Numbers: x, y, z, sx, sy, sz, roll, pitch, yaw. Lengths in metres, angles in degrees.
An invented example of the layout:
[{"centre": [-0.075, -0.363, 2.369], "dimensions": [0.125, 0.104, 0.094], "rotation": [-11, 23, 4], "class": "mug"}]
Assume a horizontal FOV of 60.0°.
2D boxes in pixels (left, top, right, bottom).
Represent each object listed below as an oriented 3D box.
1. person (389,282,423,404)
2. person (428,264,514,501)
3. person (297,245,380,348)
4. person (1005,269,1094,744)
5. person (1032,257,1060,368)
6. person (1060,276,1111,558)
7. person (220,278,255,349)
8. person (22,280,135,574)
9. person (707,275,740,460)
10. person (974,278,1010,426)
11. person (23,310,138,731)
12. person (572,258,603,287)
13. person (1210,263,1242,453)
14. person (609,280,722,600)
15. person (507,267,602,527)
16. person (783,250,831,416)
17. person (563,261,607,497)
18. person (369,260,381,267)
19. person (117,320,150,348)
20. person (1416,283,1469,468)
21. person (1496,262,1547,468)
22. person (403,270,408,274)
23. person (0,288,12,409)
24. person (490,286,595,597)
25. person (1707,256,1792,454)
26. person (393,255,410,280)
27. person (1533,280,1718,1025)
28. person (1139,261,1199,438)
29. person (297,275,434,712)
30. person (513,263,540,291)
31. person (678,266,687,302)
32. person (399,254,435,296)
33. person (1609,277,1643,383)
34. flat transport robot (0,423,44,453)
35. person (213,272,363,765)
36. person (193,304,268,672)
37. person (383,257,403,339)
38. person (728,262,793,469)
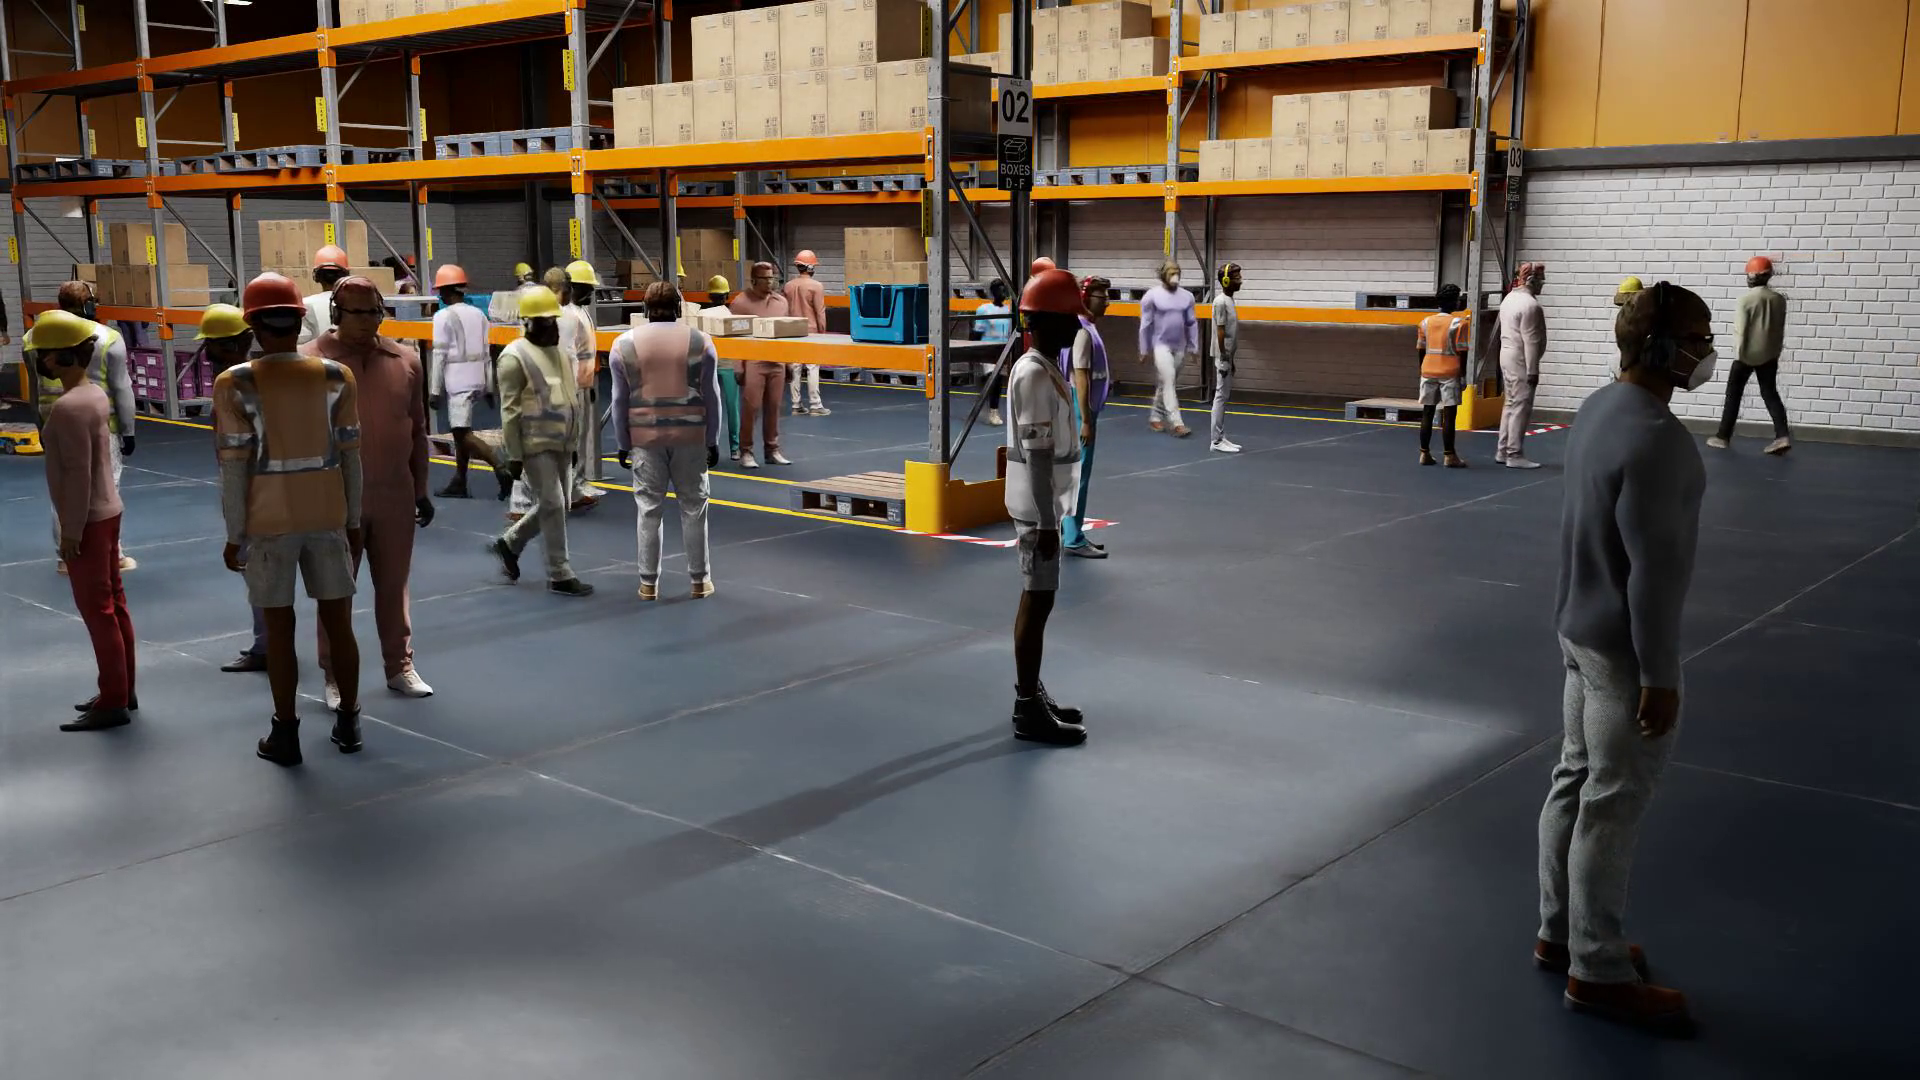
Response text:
[{"centre": [-6.542, -2.243, 19.700], "dimensions": [0.450, 1.624, 0.519], "rotation": [9, 13, 41], "class": "person"}, {"centre": [-3.873, -1.237, 13.238], "dimensions": [0.850, 1.903, 0.537], "rotation": [3, 10, 18], "class": "person"}, {"centre": [-4.518, -1.113, 12.104], "dimensions": [0.605, 2.045, 0.386], "rotation": [-5, 11, -25], "class": "person"}, {"centre": [0.363, -0.138, 6.862], "dimensions": [0.355, 1.938, 0.544], "rotation": [0, 10, 3], "class": "person"}, {"centre": [0.761, -1.651, 15.473], "dimensions": [0.355, 1.939, 0.544], "rotation": [8, 13, 39], "class": "person"}, {"centre": [0.797, -0.809, 10.953], "dimensions": [0.384, 1.841, 0.565], "rotation": [1, 10, 3], "class": "person"}, {"centre": [-11.233, -3.319, 25.887], "dimensions": [0.559, 1.607, 0.481], "rotation": [-4, 11, -19], "class": "person"}, {"centre": [-5.425, -0.689, 10.322], "dimensions": [0.634, 1.831, 0.429], "rotation": [0, 10, 0], "class": "person"}, {"centre": [-2.294, -1.636, 15.879], "dimensions": [0.524, 1.768, 0.311], "rotation": [0, 10, 2], "class": "person"}, {"centre": [0.462, -2.121, 18.874], "dimensions": [0.562, 1.677, 0.632], "rotation": [-6, 12, -32], "class": "person"}, {"centre": [-3.720, -0.082, 7.036], "dimensions": [0.316, 1.766, 0.533], "rotation": [-3, 10, -16], "class": "person"}, {"centre": [-6.168, -3.755, 27.159], "dimensions": [0.689, 2.000, 0.996], "rotation": [-6, 12, -32], "class": "person"}, {"centre": [2.659, -1.807, 16.555], "dimensions": [0.325, 1.871, 0.518], "rotation": [3, 10, 15], "class": "person"}, {"centre": [-1.682, -0.565, 9.575], "dimensions": [0.625, 1.841, 0.429], "rotation": [-1, 10, -8], "class": "person"}, {"centre": [-2.995, -1.063, 12.287], "dimensions": [0.988, 1.872, 0.722], "rotation": [-9, 13, -40], "class": "person"}, {"centre": [-1.855, -2.494, 20.109], "dimensions": [0.609, 1.996, 0.383], "rotation": [7, 12, 34], "class": "person"}, {"centre": [-3.053, -1.270, 13.360], "dimensions": [0.391, 1.919, 0.581], "rotation": [0, 10, 0], "class": "person"}, {"centre": [-10.068, -3.866, 28.435], "dimensions": [0.629, 1.820, 0.771], "rotation": [7, 12, 35], "class": "person"}, {"centre": [-12.977, -3.492, 26.055], "dimensions": [0.652, 1.904, 0.403], "rotation": [4, 11, 22], "class": "person"}, {"centre": [4.466, -1.517, 15.392], "dimensions": [0.322, 1.696, 0.536], "rotation": [-8, 13, -39], "class": "person"}, {"centre": [5.199, -1.606, 15.352], "dimensions": [0.398, 1.899, 0.648], "rotation": [0, 10, -1], "class": "person"}, {"centre": [-9.943, -4.020, 29.848], "dimensions": [0.498, 1.622, 0.417], "rotation": [-8, 13, -40], "class": "person"}, {"centre": [-12.376, -2.633, 21.046], "dimensions": [0.721, 1.947, 0.588], "rotation": [1, 10, 4], "class": "person"}, {"centre": [-2.482, -0.578, 9.728], "dimensions": [0.710, 1.809, 0.603], "rotation": [4, 11, 21], "class": "person"}, {"centre": [7.926, -1.834, 16.495], "dimensions": [0.630, 1.953, 1.027], "rotation": [-3, 10, -14], "class": "person"}, {"centre": [-8.720, -3.486, 25.994], "dimensions": [0.587, 1.914, 0.392], "rotation": [2, 10, 11], "class": "person"}, {"centre": [1.764, 0.290, 4.422], "dimensions": [0.352, 1.937, 0.635], "rotation": [1, 10, 5], "class": "person"}, {"centre": [2.281, -2.063, 17.980], "dimensions": [0.647, 1.885, 1.009], "rotation": [-4, 11, -23], "class": "person"}, {"centre": [-2.633, -0.209, 7.367], "dimensions": [0.640, 1.905, 0.410], "rotation": [-9, 13, -41], "class": "person"}, {"centre": [-6.139, -3.033, 23.691], "dimensions": [0.420, 1.812, 0.594], "rotation": [6, 11, 30], "class": "person"}, {"centre": [-3.781, -2.747, 22.034], "dimensions": [0.404, 1.827, 0.588], "rotation": [-4, 11, -24], "class": "person"}, {"centre": [-7.787, -3.119, 23.833], "dimensions": [0.548, 1.938, 0.358], "rotation": [-4, 11, -22], "class": "person"}, {"centre": [6.476, -1.678, 16.180], "dimensions": [0.295, 1.744, 0.489], "rotation": [3, 10, 16], "class": "person"}, {"centre": [-9.477, -1.037, 16.719], "dimensions": [1.431, 0.197, 0.652], "rotation": [5, 11, 25], "class": "flat transport robot"}, {"centre": [-2.632, -0.080, 6.557], "dimensions": [0.543, 1.928, 0.372], "rotation": [-8, 13, -37], "class": "person"}, {"centre": [-3.461, -0.252, 8.019], "dimensions": [0.339, 1.761, 0.525], "rotation": [-1, 10, -5], "class": "person"}, {"centre": [-7.223, -2.660, 21.296], "dimensions": [0.998, 1.913, 0.623], "rotation": [5, 11, 28], "class": "person"}, {"centre": [-1.825, -1.621, 15.424], "dimensions": [0.656, 1.898, 0.403], "rotation": [-9, 13, -42], "class": "person"}]
